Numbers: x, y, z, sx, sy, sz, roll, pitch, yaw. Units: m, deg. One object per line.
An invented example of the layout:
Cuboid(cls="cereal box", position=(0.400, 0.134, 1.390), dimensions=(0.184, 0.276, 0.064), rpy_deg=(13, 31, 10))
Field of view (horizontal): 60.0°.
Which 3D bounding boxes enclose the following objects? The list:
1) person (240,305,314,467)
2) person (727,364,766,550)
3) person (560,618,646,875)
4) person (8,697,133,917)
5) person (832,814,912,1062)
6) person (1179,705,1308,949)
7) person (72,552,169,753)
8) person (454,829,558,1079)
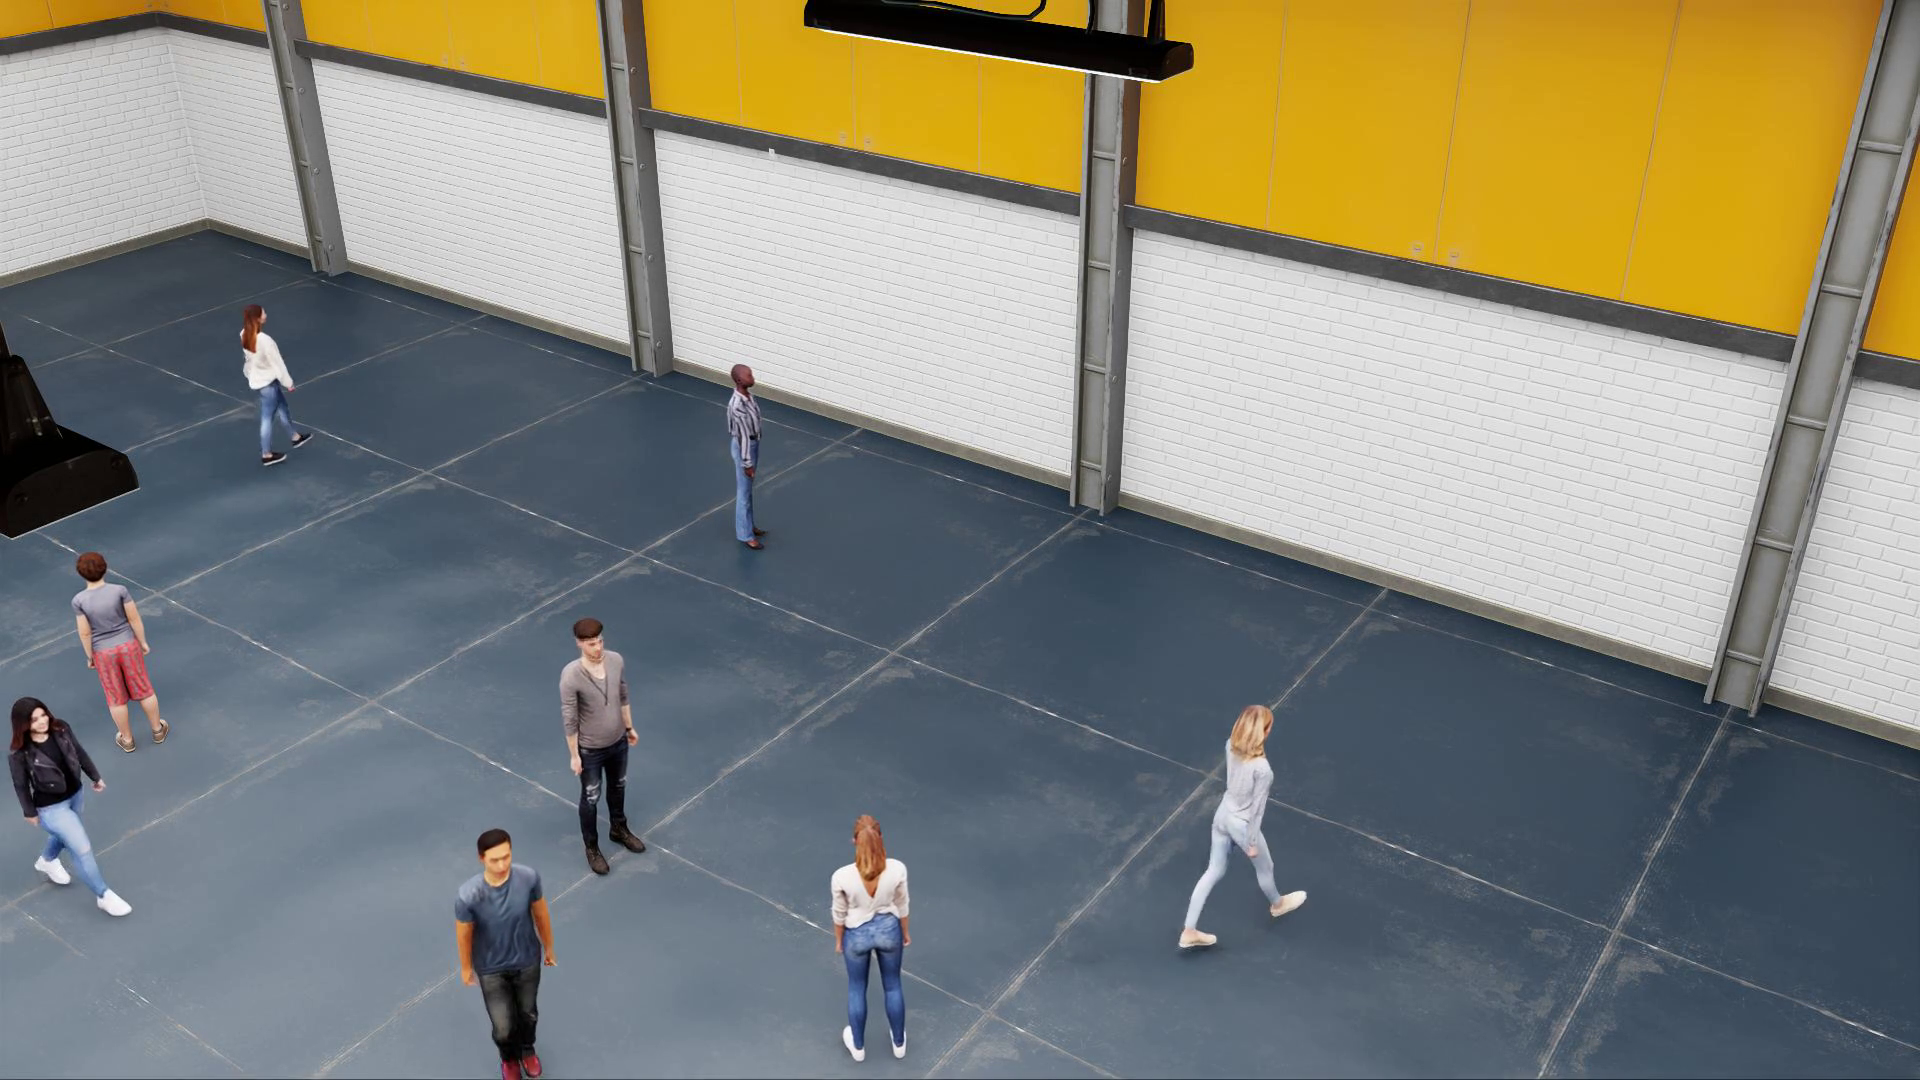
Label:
Cuboid(cls="person", position=(-7.115, -1.544, 16.885), dimensions=(0.832, 1.669, 0.735), rpy_deg=(22, 36, 35))
Cuboid(cls="person", position=(-1.986, -0.791, 15.372), dimensions=(0.723, 1.795, 0.705), rpy_deg=(1, 29, 1))
Cuboid(cls="person", position=(-2.458, 1.353, 11.328), dimensions=(0.636, 1.904, 0.725), rpy_deg=(25, 37, 37))
Cuboid(cls="person", position=(-5.997, 1.719, 10.983), dimensions=(1.162, 1.592, 0.836), rpy_deg=(10, 30, 17))
Cuboid(cls="person", position=(-0.511, 2.330, 9.731), dimensions=(0.674, 1.719, 0.736), rpy_deg=(-4, 29, -8))
Cuboid(cls="person", position=(1.690, 1.864, 10.567), dimensions=(1.072, 1.736, 1.213), rpy_deg=(-12, 31, -21))
Cuboid(cls="person", position=(-6.361, 0.839, 12.535), dimensions=(0.666, 1.651, 0.659), rpy_deg=(-16, 32, -26))
Cuboid(cls="person", position=(-2.639, 2.361, 9.591), dimensions=(0.781, 1.799, 0.768), rpy_deg=(-17, 33, -29))
